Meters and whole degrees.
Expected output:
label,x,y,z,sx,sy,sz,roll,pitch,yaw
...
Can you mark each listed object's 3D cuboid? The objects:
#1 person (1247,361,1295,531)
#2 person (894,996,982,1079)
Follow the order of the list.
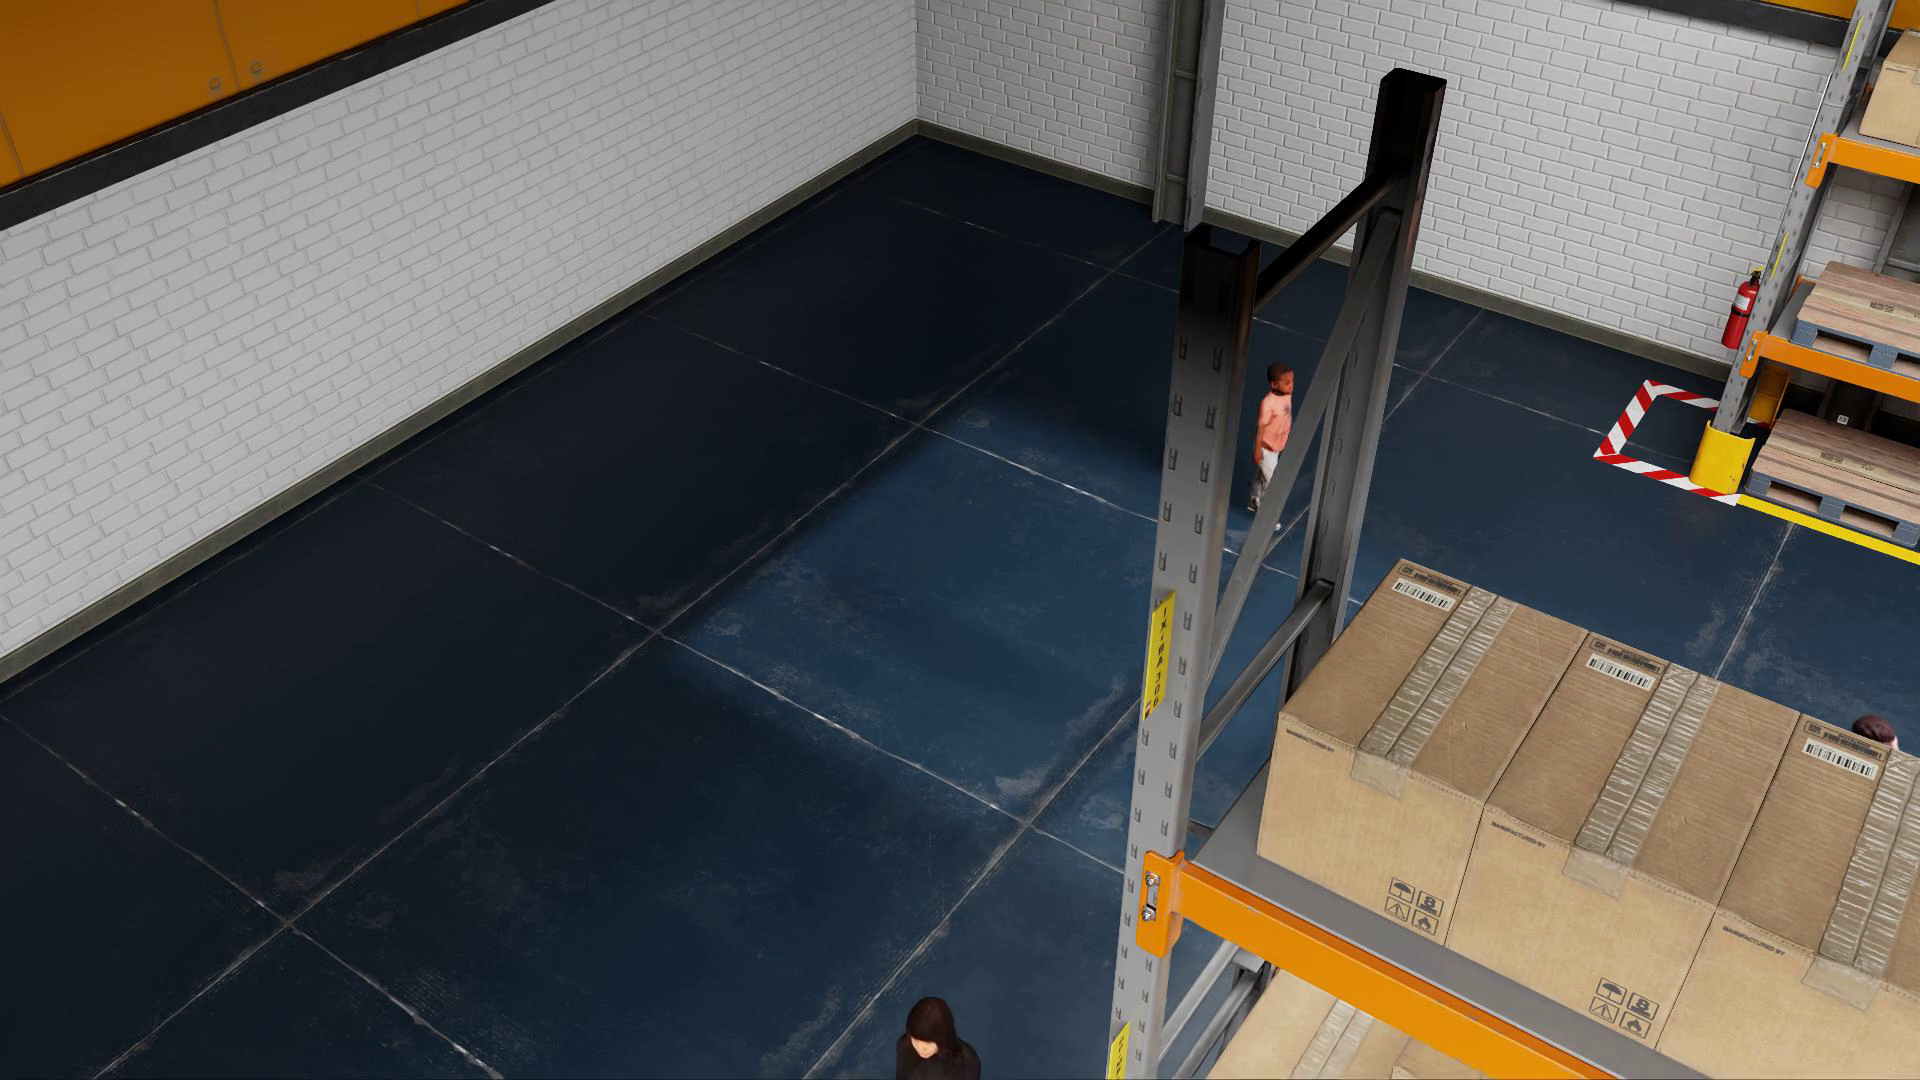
label,x,y,z,sx,sy,sz,roll,pitch,yaw
person,2.169,-0.723,11.896,0.594,1.302,0.538,30,48,32
person,-0.058,2.549,7.536,0.818,1.629,0.786,11,40,13
